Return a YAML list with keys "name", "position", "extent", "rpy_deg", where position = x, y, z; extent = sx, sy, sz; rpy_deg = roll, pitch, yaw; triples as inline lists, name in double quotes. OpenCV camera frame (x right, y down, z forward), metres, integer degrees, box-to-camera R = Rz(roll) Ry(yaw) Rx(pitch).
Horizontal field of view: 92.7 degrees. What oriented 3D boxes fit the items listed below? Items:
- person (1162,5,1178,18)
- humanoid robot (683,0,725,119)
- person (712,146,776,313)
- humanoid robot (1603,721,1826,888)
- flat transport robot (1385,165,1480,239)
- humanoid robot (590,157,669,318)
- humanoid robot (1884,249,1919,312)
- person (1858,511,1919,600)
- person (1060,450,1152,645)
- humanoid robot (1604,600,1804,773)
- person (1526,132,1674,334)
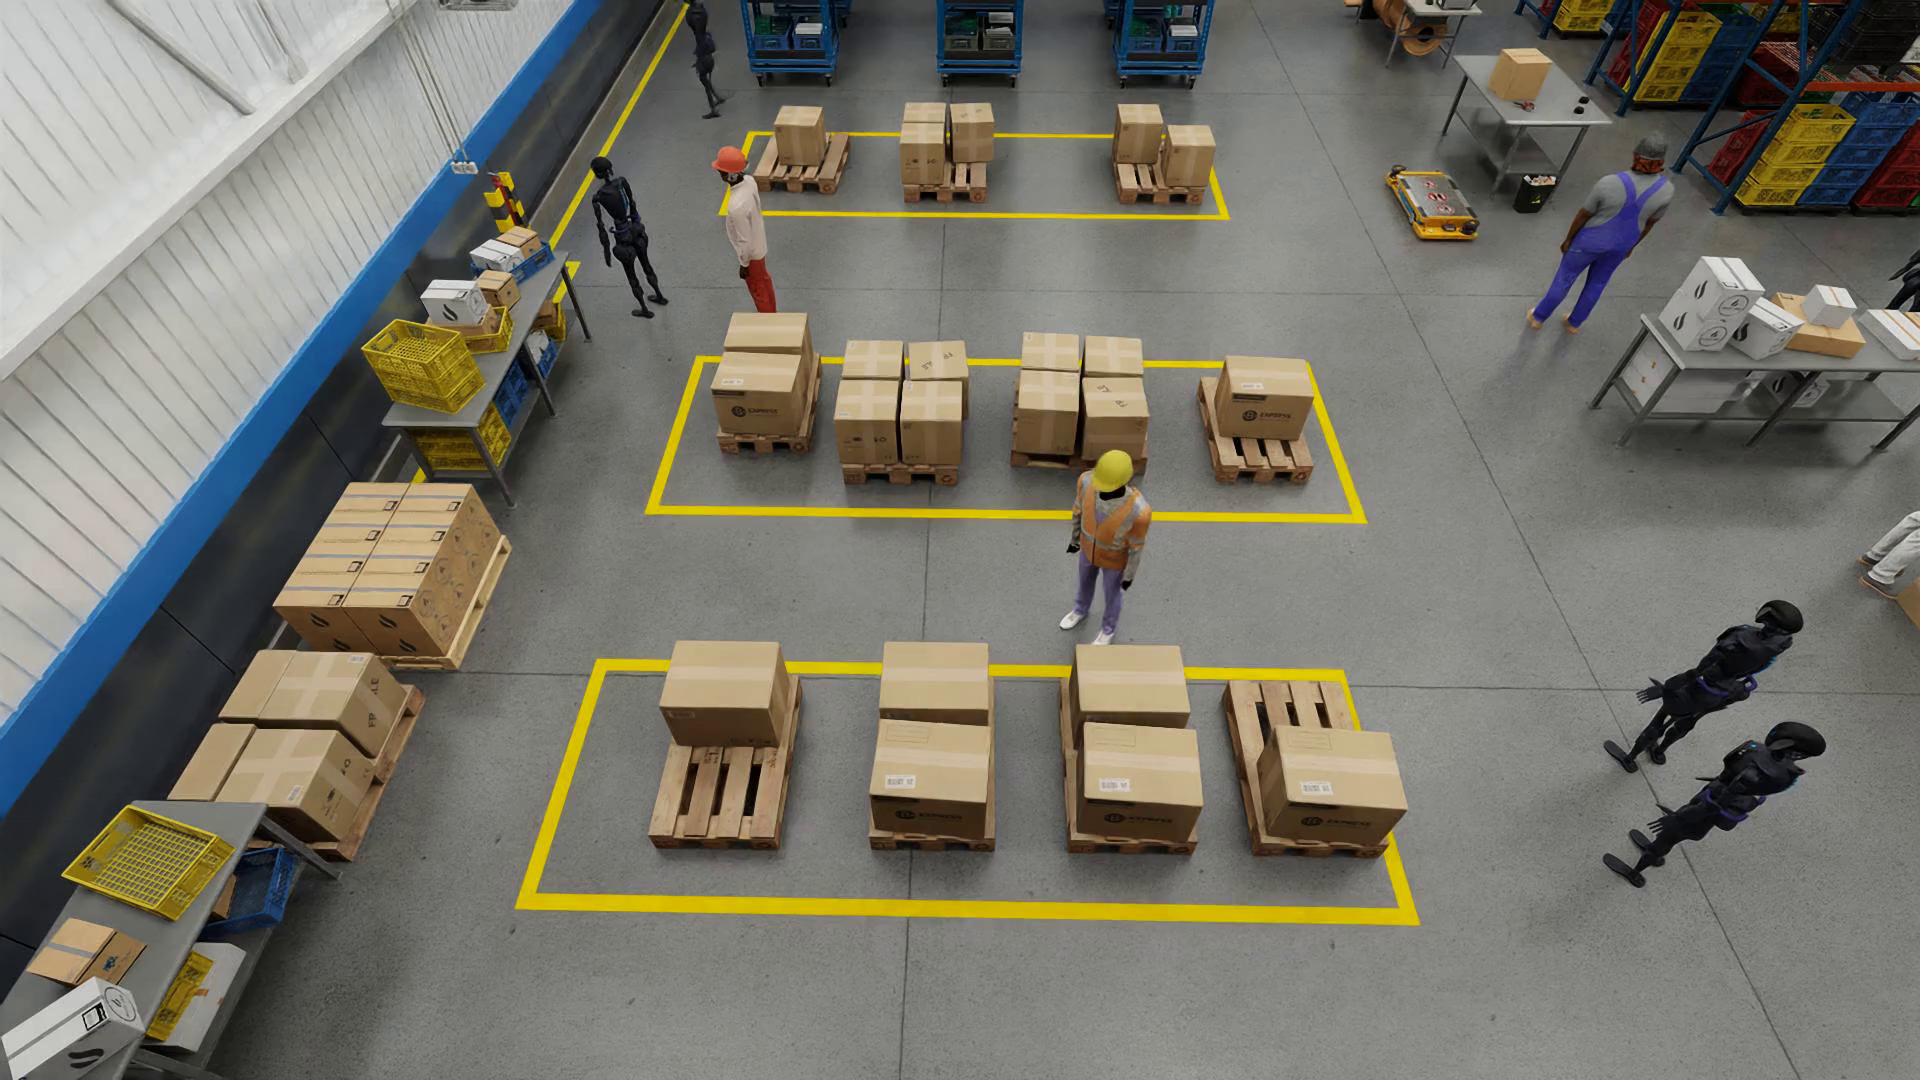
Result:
- name: "person"
  position: [3.217, -8.535, 13.930]
  extent: [0.309, 1.768, 0.521]
  rpy_deg: [31, 56, 24]
- name: "humanoid robot"
  position: [-3.465, -6.517, 12.238]
  extent: [0.388, 1.652, 0.652]
  rpy_deg: [-13, 50, -11]
- name: "person"
  position: [-2.033, -2.809, 8.823]
  extent: [0.376, 1.997, 0.610]
  rpy_deg: [0, 49, 0]
- name: "humanoid robot"
  position: [4.321, 1.510, 5.283]
  extent: [0.608, 1.660, 0.312]
  rpy_deg: [-25, 54, -20]
- name: "flat transport robot"
  position: [5.692, -4.094, 11.059]
  extent: [0.652, 0.197, 1.431]
  rpy_deg: [1, 49, 1]
- name: "humanoid robot"
  position: [-3.370, -3.042, 9.234]
  extent: [0.339, 1.650, 0.570]
  rpy_deg: [18, 51, 15]
- name: "humanoid robot"
  position: [9.231, -2.479, 8.738]
  extent: [0.330, 1.657, 0.600]
  rpy_deg: [3, 49, 2]
- name: "person"
  position: [7.438, -0.313, 6.737]
  extent: [0.356, 1.882, 0.574]
  rpy_deg: [27, 54, 21]
- name: "person"
  position: [0.989, 0.087, 6.371]
  extent: [0.581, 1.918, 0.402]
  rpy_deg: [35, 57, 26]
- name: "humanoid robot"
  position: [4.686, 0.927, 5.789]
  extent: [0.601, 1.658, 0.324]
  rpy_deg: [-9, 50, -7]
- name: "person"
  position: [6.251, -2.955, 8.920]
  extent: [0.679, 2.000, 0.536]
  rpy_deg: [11, 50, 9]
